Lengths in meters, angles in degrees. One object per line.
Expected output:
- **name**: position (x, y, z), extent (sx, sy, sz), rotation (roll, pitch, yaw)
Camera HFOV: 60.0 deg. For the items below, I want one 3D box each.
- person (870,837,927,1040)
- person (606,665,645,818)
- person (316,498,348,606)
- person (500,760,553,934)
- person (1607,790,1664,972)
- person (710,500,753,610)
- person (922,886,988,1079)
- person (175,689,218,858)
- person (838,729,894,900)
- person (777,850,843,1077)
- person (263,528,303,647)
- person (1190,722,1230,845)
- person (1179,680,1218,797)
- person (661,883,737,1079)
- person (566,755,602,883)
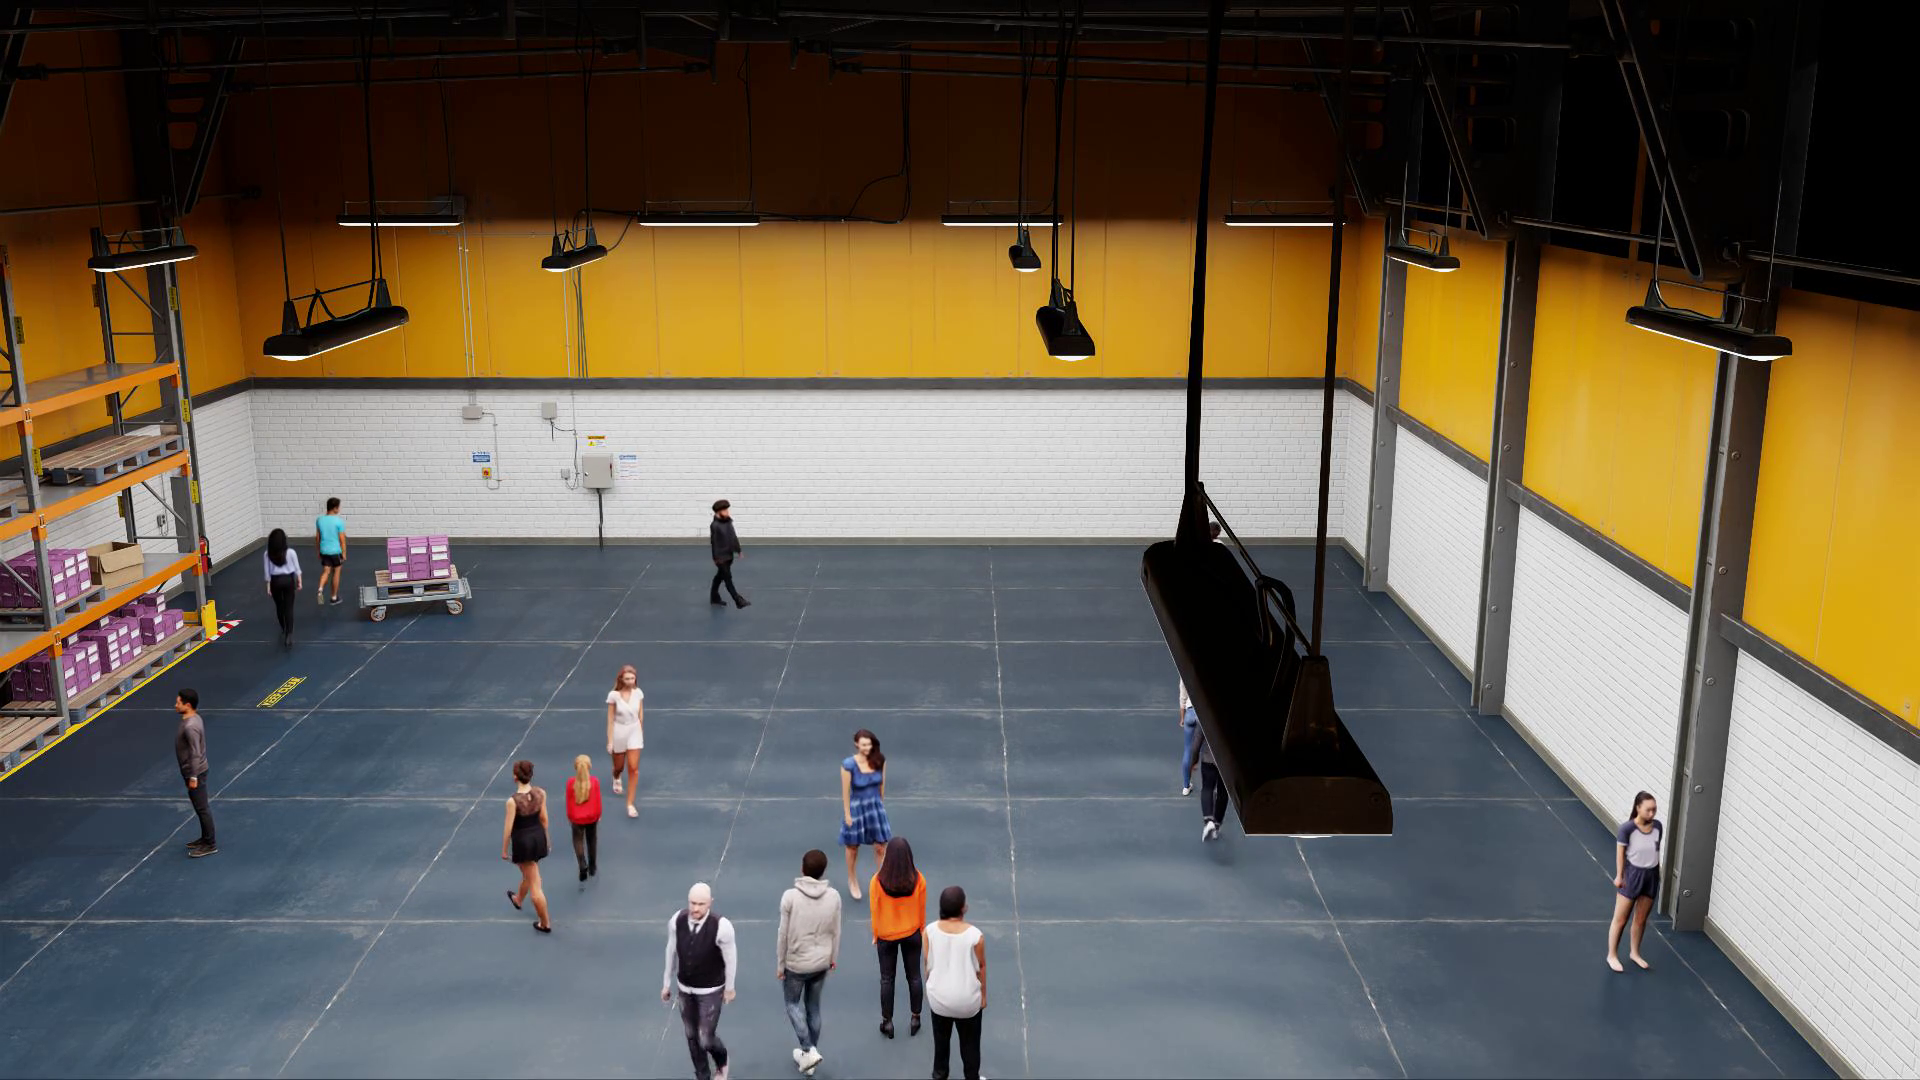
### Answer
- **person**: position (-0.497, 3.241, 13.615), extent (0.658, 1.748, 0.611), rotation (-3, 14, -11)
- **person**: position (-3.688, 2.155, 18.258), extent (0.848, 1.673, 1.088), rotation (-5, 15, -20)
- **person**: position (-9.881, 0.231, 26.058), extent (0.707, 1.743, 0.941), rotation (1, 14, 3)
- **person**: position (-3.946, 2.861, 15.407), extent (1.031, 1.643, 1.015), rotation (11, 17, 38)
- **person**: position (6.004, 3.014, 14.762), extent (0.641, 1.650, 0.588), rotation (-3, 14, -13)
- **person**: position (-3.768, 0.233, 26.074), extent (1.018, 1.730, 1.119), rotation (7, 15, 27)
- **person**: position (-0.034, 3.463, 12.826), extent (0.737, 1.687, 0.723), rotation (5, 14, 19)
- **person**: position (-7.875, 2.381, 17.127), extent (0.781, 1.767, 0.630), rotation (4, 14, 15)
- **person**: position (-0.953, 2.655, 15.990), extent (0.918, 1.769, 1.079), rotation (-7, 15, -27)
- **person**: position (-1.154, 3.351, 12.990), extent (0.866, 1.828, 0.925), rotation (-7, 15, -28)
- **person**: position (-9.811, 0.729, 24.096), extent (0.909, 1.697, 1.240), rotation (-4, 14, -17)
- **person**: position (2.710, 2.321, 17.318), extent (0.851, 1.793, 0.981), rotation (1, 14, 4)
- **person**: position (2.674, 2.039, 18.641), extent (0.689, 1.719, 0.696), rotation (8, 16, 30)
- **person**: position (-1.932, 3.421, 12.752), extent (0.836, 1.805, 0.853), rotation (7, 15, 25)
- **person**: position (-3.739, 2.778, 16.538), extent (0.624, 1.271, 0.807), rotation (-4, 14, -15)
